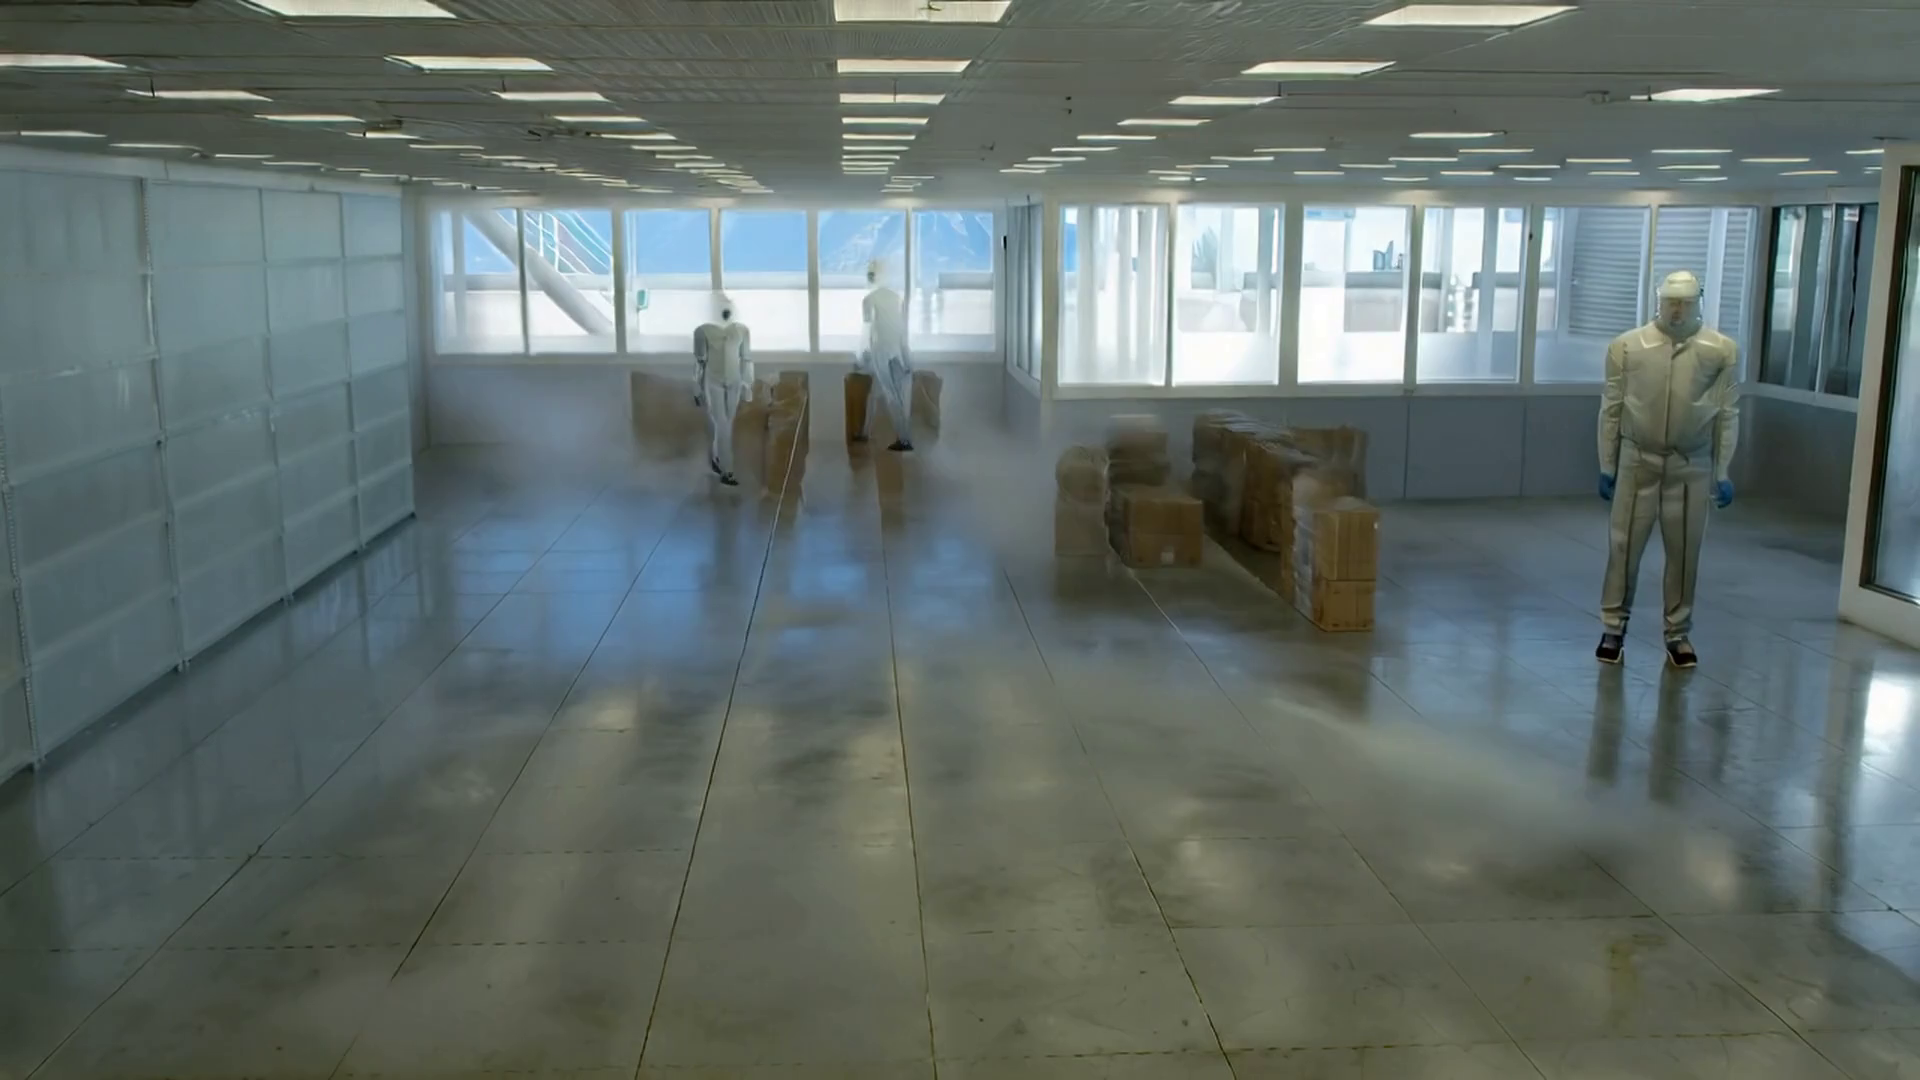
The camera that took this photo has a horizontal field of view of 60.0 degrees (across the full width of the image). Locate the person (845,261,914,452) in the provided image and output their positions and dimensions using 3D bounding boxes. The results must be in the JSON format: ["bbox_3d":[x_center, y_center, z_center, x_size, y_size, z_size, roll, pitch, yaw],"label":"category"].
[{"bbox_3d":[-0.789,-1.756,15.935,0.990,1.804,0.540,8,13,38],"label":"person"}]

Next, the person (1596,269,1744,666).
[{"bbox_3d":[3.406,-0.342,8.030,0.637,1.911,0.403,3,11,17],"label":"person"}]

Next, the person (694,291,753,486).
[{"bbox_3d":[-2.008,-1.281,13.919,0.506,1.613,0.717,-7,12,-32],"label":"person"}]
